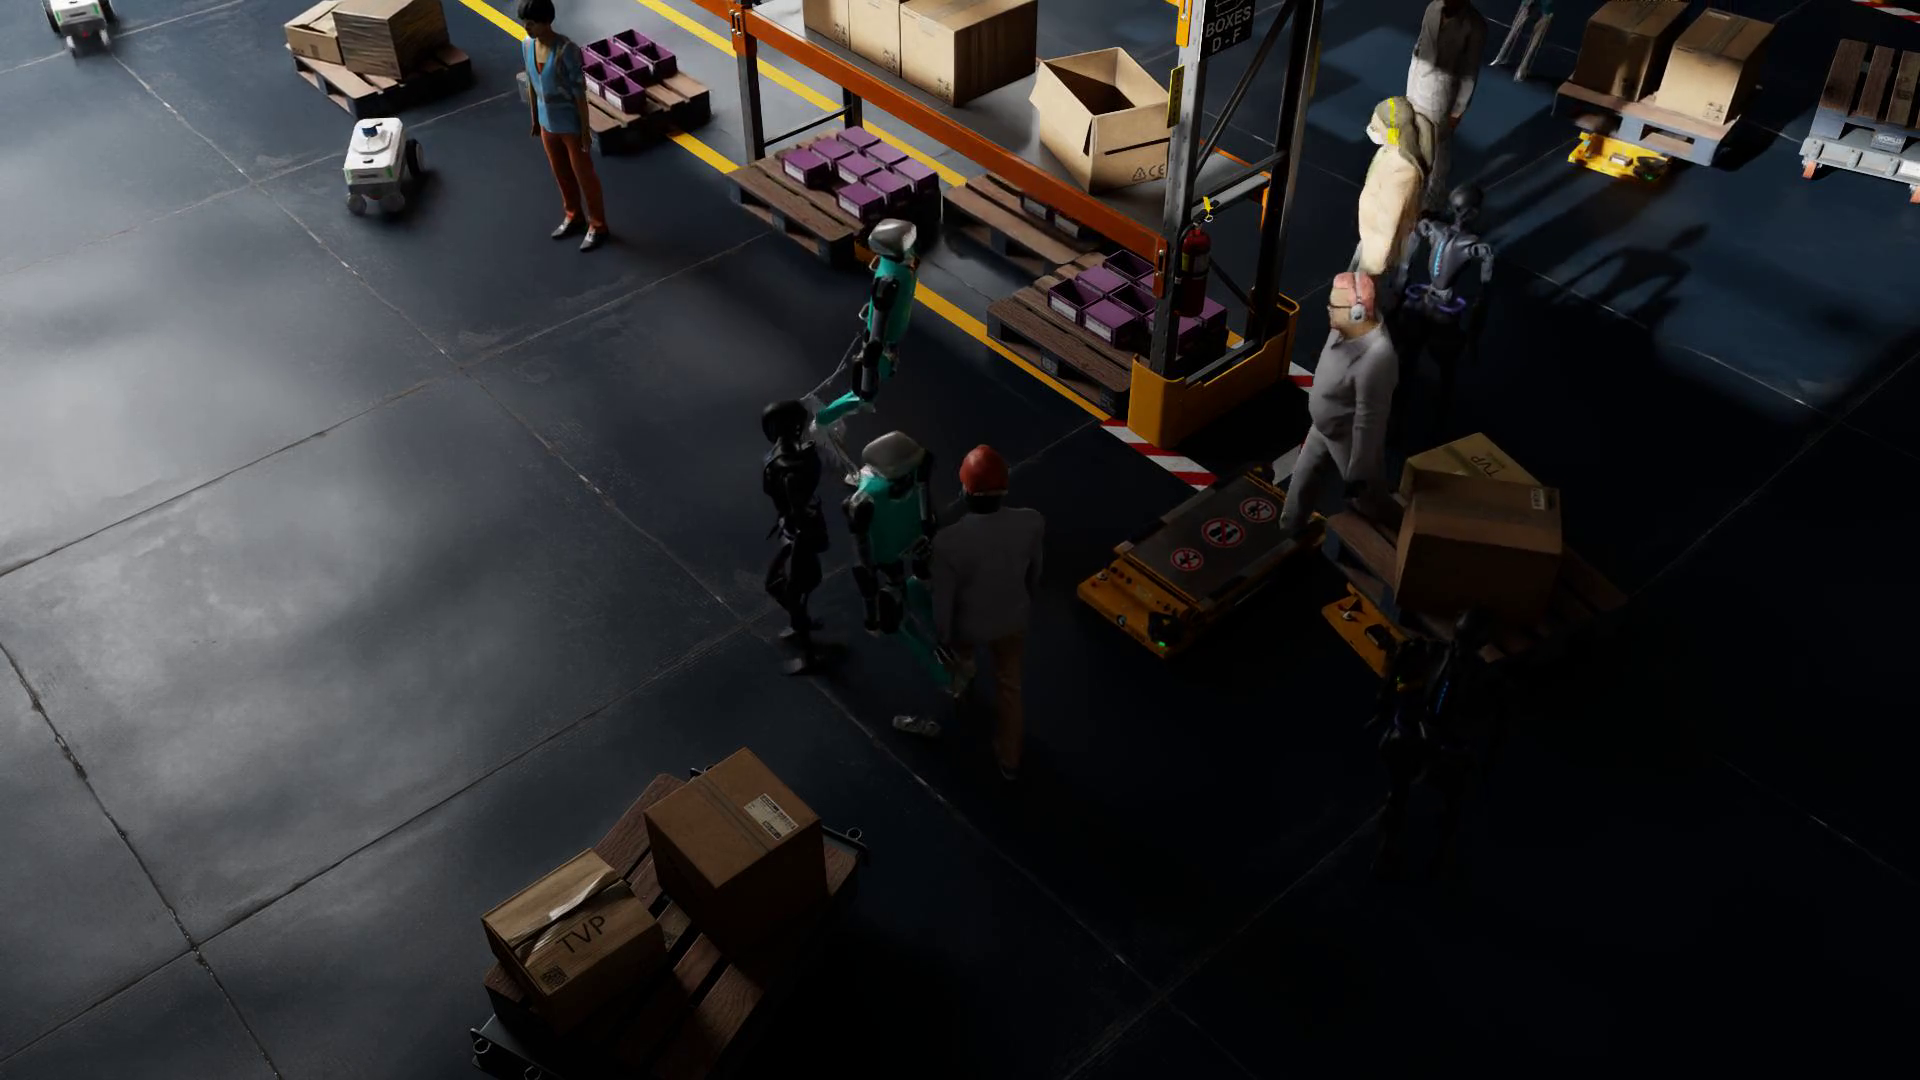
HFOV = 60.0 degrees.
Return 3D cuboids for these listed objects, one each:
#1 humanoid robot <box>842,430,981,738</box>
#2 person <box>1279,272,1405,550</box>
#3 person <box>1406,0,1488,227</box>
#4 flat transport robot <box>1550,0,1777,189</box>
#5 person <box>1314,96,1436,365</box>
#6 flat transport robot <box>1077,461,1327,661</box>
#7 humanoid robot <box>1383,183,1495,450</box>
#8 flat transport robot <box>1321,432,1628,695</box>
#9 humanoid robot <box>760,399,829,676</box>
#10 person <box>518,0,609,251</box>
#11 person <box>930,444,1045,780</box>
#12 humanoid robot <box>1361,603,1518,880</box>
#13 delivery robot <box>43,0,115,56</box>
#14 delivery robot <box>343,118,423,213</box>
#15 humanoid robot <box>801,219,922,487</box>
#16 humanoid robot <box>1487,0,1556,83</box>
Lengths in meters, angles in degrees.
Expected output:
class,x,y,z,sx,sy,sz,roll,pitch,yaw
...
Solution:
class,x,y,z,sx,sy,sz,roll,pitch,yaw
humanoid robot,-0.126,0.350,7.676,0.706,1.857,0.530,27,49,27
person,2.047,-0.560,8.535,0.968,1.863,0.685,-3,43,-3
person,3.201,-2.982,11.187,0.364,1.830,0.503,-28,49,-27
flat transport robot,5.155,-3.084,12.449,0.659,0.231,1.431,27,49,26
person,2.514,-1.758,9.844,0.483,1.859,0.624,9,43,10
flat transport robot,1.367,0.082,9.005,1.431,0.231,0.659,-31,51,-30
humanoid robot,2.684,-1.238,9.413,0.608,1.642,0.401,32,51,30
flat transport robot,2.684,0.315,8.752,1.431,0.231,0.659,-19,46,-20
humanoid robot,-0.799,0.016,8.036,0.319,1.653,0.608,-9,43,-9
person,-2.639,-2.763,11.000,0.503,1.759,0.330,21,47,22
person,0.110,0.284,7.723,0.572,1.694,0.903,-13,44,-13
humanoid robot,2.019,0.863,7.114,0.608,1.655,0.351,23,48,23
delivery robot,-7.252,-4.374,13.656,0.499,0.614,0.791,-19,46,-20
delivery robot,-4.137,-2.700,11.824,0.501,0.600,0.771,-5,43,-6
humanoid robot,-0.582,-0.927,9.099,0.760,1.884,0.546,11,44,11
humanoid robot,4.459,-4.361,12.748,0.530,1.758,0.750,32,52,30
